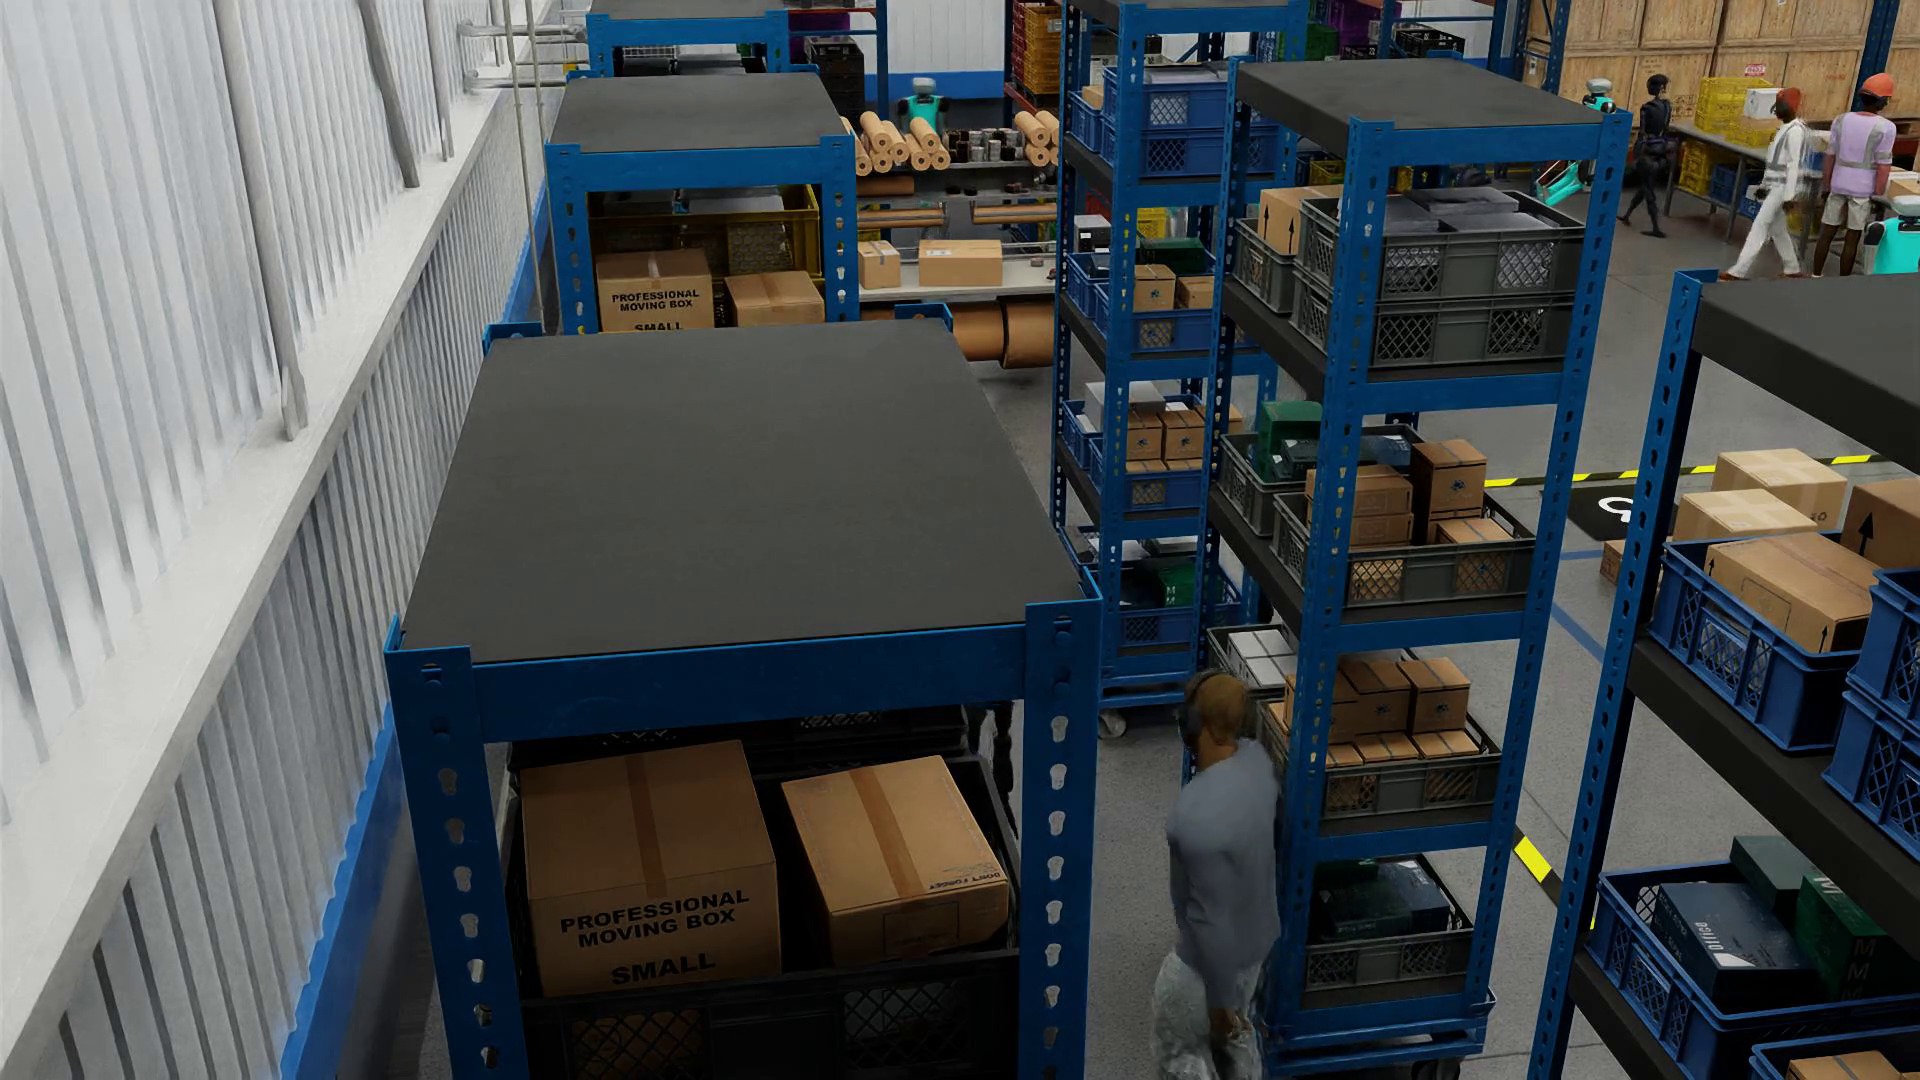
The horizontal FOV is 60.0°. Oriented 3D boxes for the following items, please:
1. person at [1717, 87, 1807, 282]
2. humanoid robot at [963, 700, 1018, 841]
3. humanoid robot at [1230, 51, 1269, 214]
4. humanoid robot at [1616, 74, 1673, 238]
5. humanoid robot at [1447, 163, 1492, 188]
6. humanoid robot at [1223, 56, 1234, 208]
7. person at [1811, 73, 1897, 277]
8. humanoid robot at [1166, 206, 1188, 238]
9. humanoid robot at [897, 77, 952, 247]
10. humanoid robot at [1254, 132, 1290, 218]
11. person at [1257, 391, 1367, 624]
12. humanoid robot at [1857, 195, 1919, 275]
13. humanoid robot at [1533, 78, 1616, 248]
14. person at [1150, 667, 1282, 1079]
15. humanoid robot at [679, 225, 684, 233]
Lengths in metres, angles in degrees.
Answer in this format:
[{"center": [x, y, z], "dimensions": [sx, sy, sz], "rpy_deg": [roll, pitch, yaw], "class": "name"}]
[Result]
[{"center": [7.646, -3.264, 15.539], "dimensions": [0.805, 1.825, 0.653], "rpy_deg": [8, 26, 18], "class": "person"}, {"center": [-0.104, 1.000, 6.506], "dimensions": [0.614, 1.629, 0.733], "rpy_deg": [-11, 27, -22], "class": "humanoid robot"}, {"center": [2.983, -4.425, 18.173], "dimensions": [0.763, 1.785, 0.534], "rpy_deg": [-8, 26, -16], "class": "humanoid robot"}, {"center": [7.182, -4.029, 17.399], "dimensions": [0.603, 1.631, 0.712], "rpy_deg": [-17, 30, -33], "class": "humanoid robot"}, {"center": [4.358, -2.639, 14.361], "dimensions": [0.662, 1.636, 0.588], "rpy_deg": [-15, 29, -29], "class": "humanoid robot"}, {"center": [2.967, -4.502, 18.394], "dimensions": [0.316, 1.650, 0.603], "rpy_deg": [-13, 28, -26], "class": "humanoid robot"}, {"center": [8.142, -3.201, 15.136], "dimensions": [0.372, 2.043, 0.610], "rpy_deg": [-14, 28, -28], "class": "person"}, {"center": [2.259, -3.600, 16.425], "dimensions": [0.530, 1.834, 0.748], "rpy_deg": [-7, 26, -15], "class": "humanoid robot"}, {"center": [-0.284, -3.601, 16.448], "dimensions": [0.532, 1.830, 0.892], "rpy_deg": [-7, 26, -15], "class": "humanoid robot"}, {"center": [2.973, -3.423, 15.981], "dimensions": [0.537, 1.766, 0.804], "rpy_deg": [-1, 25, -3], "class": "humanoid robot"}, {"center": [1.787, -0.093, 8.653], "dimensions": [0.594, 1.814, 0.908], "rpy_deg": [-1, 25, -3], "class": "person"}, {"center": [6.652, -1.542, 11.737], "dimensions": [0.533, 1.674, 0.735], "rpy_deg": [0, 25, 0], "class": "humanoid robot"}, {"center": [5.982, -3.687, 16.434], "dimensions": [0.737, 1.694, 0.535], "rpy_deg": [-2, 25, -4], "class": "humanoid robot"}, {"center": [0.863, 1.318, 5.484], "dimensions": [0.504, 1.898, 0.649], "rpy_deg": [14, 28, 27], "class": "person"}, {"center": [-2.674, -3.434, 16.133], "dimensions": [0.612, 1.624, 0.775], "rpy_deg": [0, 25, -1], "class": "humanoid robot"}]
